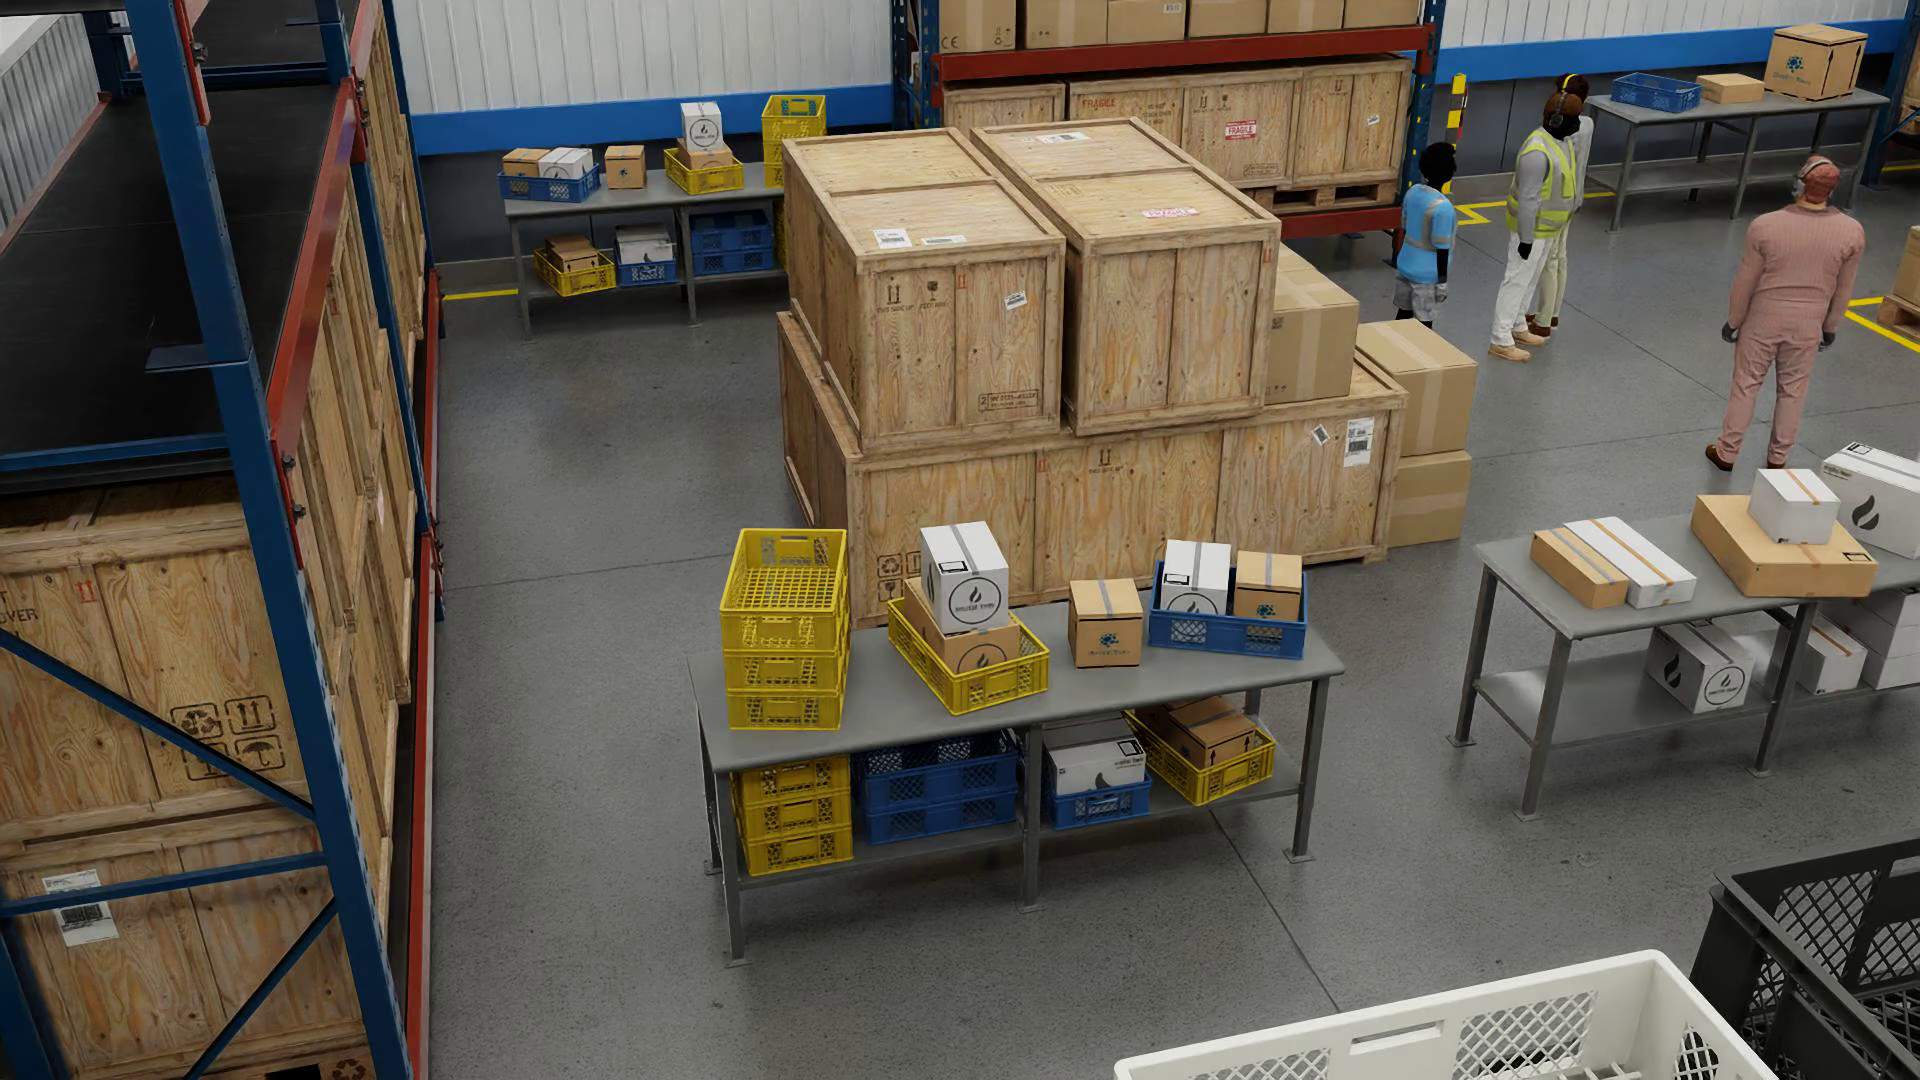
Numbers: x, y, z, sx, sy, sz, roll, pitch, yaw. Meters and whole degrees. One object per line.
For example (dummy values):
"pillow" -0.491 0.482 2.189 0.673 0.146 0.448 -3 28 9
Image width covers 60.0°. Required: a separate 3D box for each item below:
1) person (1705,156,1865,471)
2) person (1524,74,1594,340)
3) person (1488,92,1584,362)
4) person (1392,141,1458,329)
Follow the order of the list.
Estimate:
"person" 4.827 -1.302 9.762 0.651 1.913 0.409 5 29 9
"person" 4.179 -2.330 11.679 0.326 1.865 0.519 19 34 31
"person" 3.952 -2.142 11.374 0.431 1.836 0.623 18 33 29
"person" 3.001 -1.728 10.753 0.318 1.700 0.535 -7 30 -12
